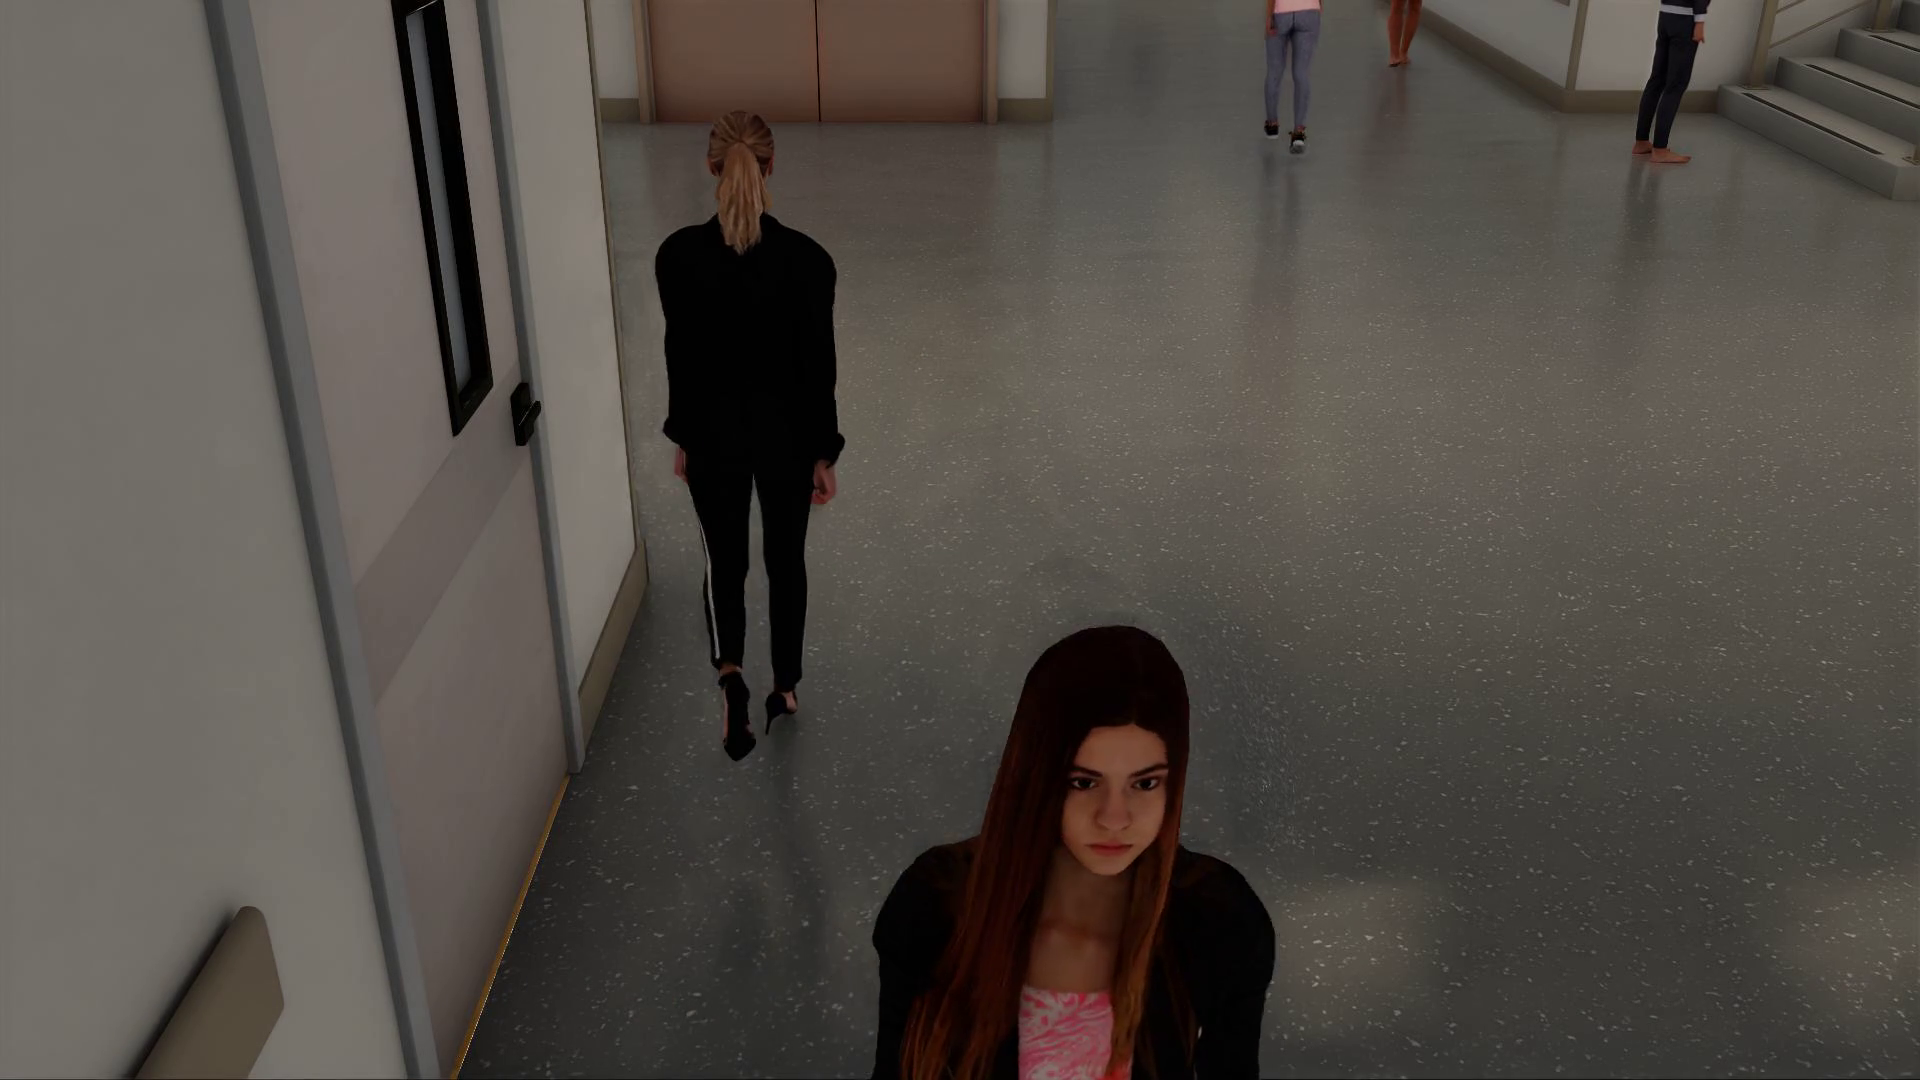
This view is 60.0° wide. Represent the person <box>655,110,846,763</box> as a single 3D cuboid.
[{"bbox_3d":[-0.536,-0.175,4.143,0.782,1.682,0.669,1,26,2],"label":"person"}]

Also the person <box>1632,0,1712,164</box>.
[{"bbox_3d":[4.586,-3.324,10.576,0.533,1.768,0.633,-2,26,-5],"label":"person"}]

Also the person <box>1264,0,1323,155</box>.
[{"bbox_3d":[2.159,-3.337,10.684,1.089,1.697,0.715,4,26,8],"label":"person"}]

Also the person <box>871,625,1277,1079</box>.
[{"bbox_3d":[0.108,0.829,2.045,0.937,1.697,0.738,3,26,5],"label":"person"}]
